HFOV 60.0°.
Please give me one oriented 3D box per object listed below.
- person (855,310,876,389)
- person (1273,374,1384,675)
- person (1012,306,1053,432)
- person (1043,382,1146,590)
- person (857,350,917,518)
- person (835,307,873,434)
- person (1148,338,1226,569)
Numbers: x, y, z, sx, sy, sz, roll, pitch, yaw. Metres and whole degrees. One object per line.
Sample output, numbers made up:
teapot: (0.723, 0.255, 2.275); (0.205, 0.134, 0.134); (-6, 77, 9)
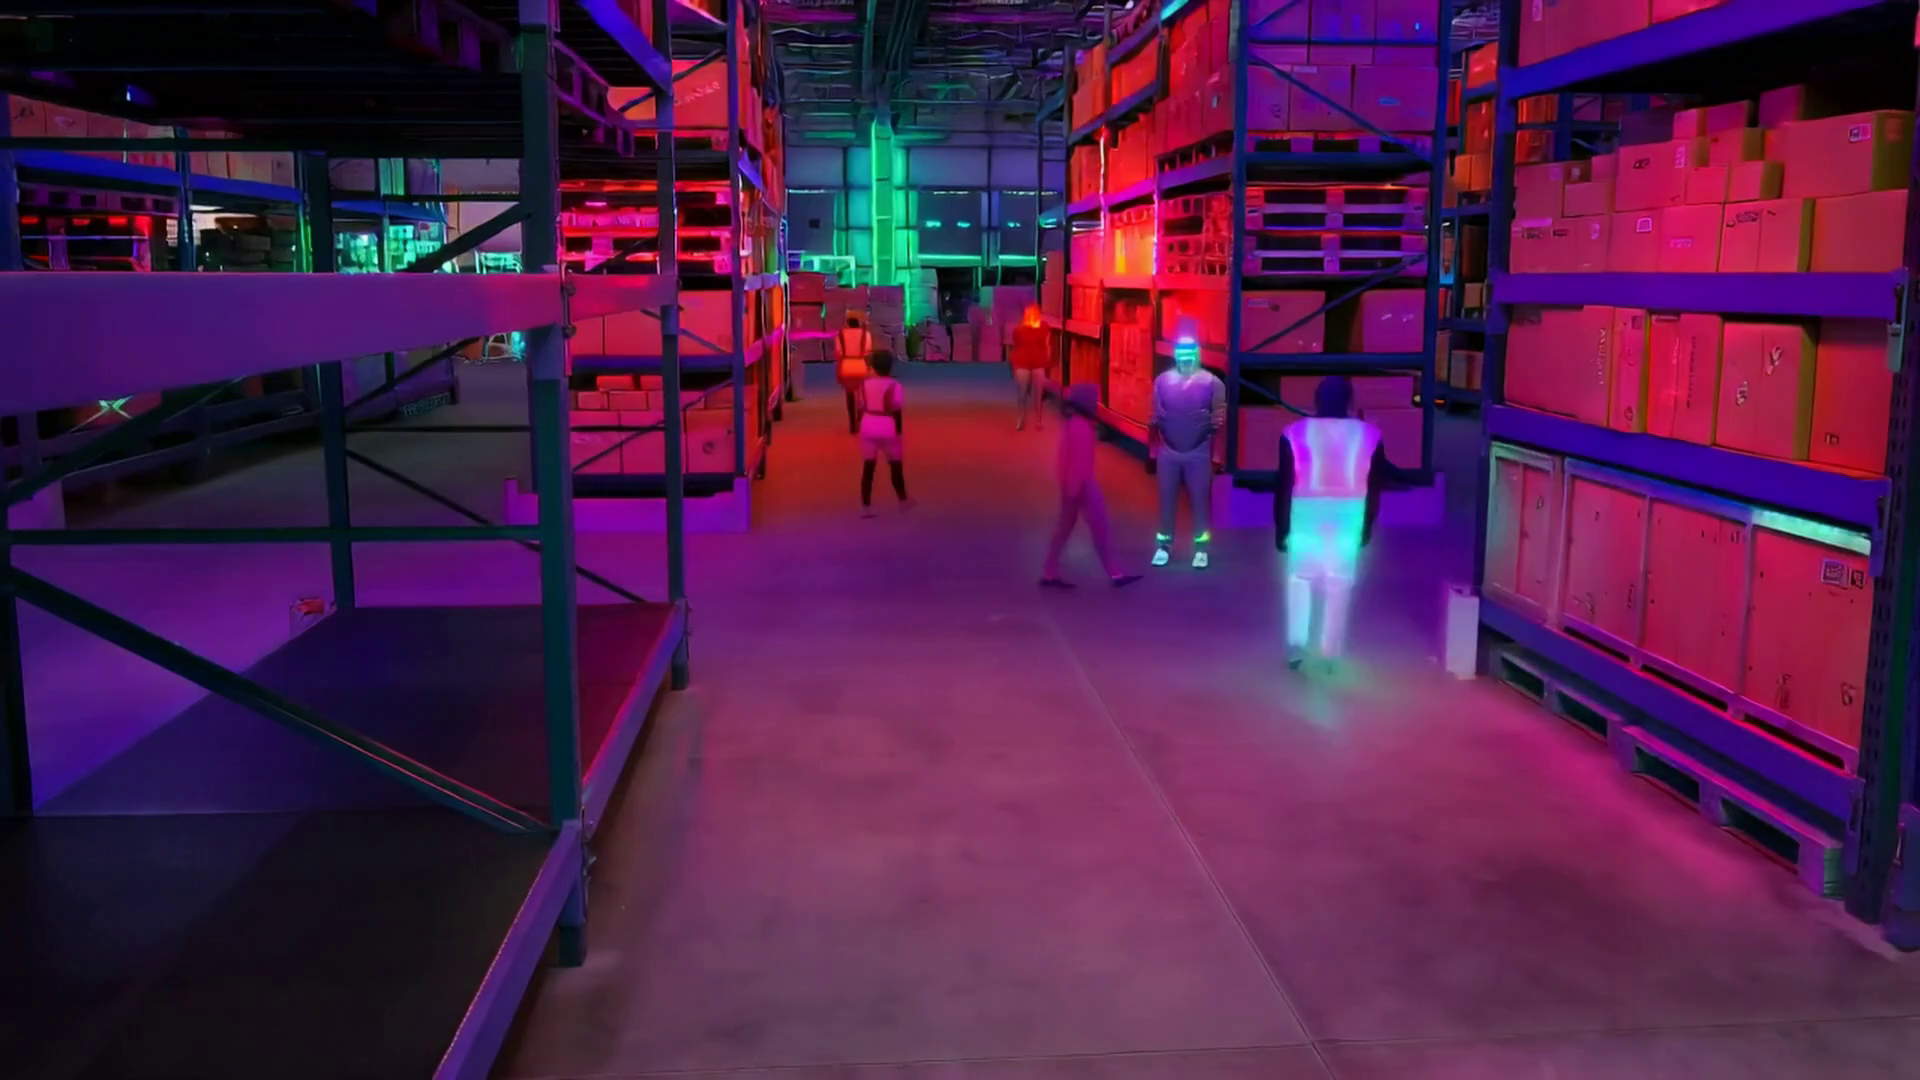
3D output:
person: (-1.946, -3.962, 34.770); (0.706, 1.671, 0.543); (4, 10, 26)
person: (2.190, -0.079, 9.945); (0.647, 1.822, 0.428); (1, 9, 6)
person: (1.117, -2.631, 25.611); (0.629, 1.937, 0.379); (2, 9, 12)
person: (1.013, -0.396, 12.605); (0.818, 1.589, 0.526); (1, 9, 3)
person: (-0.745, -1.068, 16.648); (0.552, 1.648, 0.843); (5, 10, 27)
person: (-1.598, -2.558, 25.183); (0.573, 1.926, 0.459); (-1, 9, -4)
person: (1.843, -0.709, 13.672); (0.647, 1.898, 0.398); (5, 10, 26)
